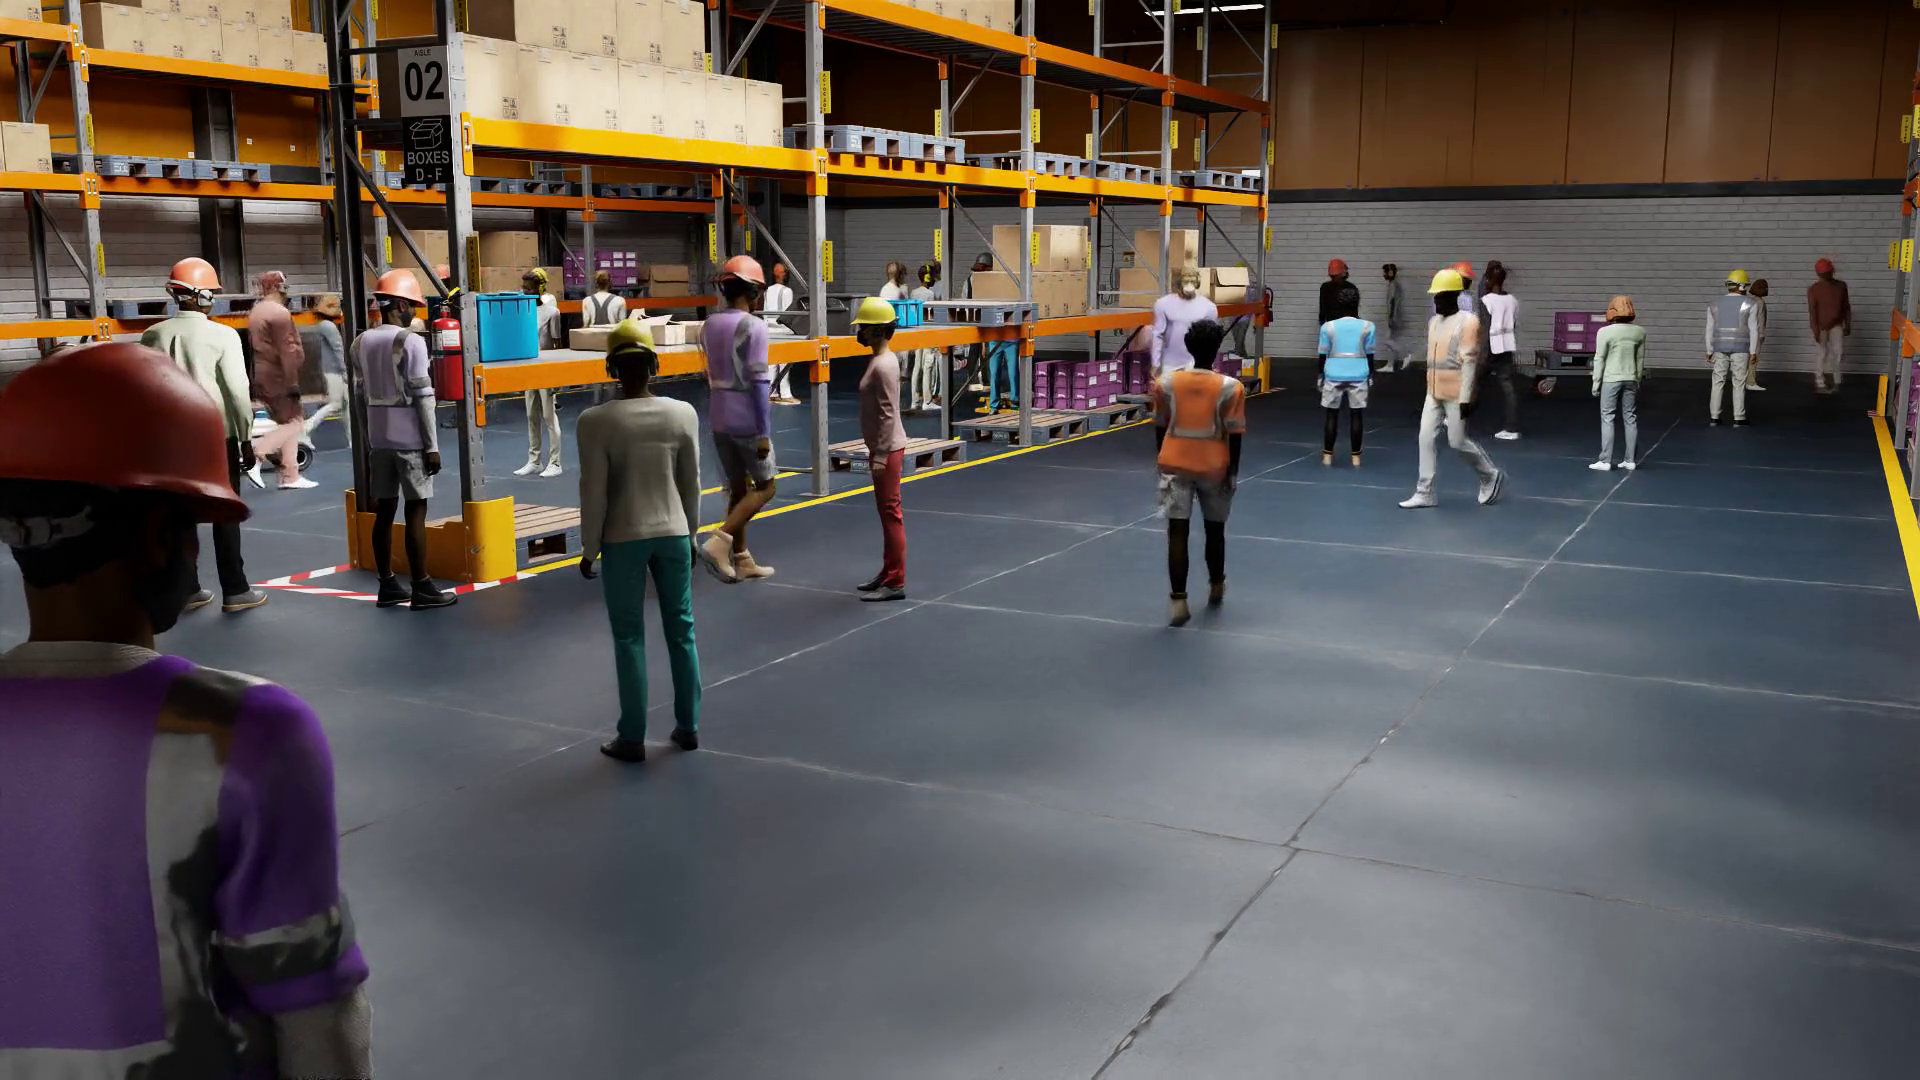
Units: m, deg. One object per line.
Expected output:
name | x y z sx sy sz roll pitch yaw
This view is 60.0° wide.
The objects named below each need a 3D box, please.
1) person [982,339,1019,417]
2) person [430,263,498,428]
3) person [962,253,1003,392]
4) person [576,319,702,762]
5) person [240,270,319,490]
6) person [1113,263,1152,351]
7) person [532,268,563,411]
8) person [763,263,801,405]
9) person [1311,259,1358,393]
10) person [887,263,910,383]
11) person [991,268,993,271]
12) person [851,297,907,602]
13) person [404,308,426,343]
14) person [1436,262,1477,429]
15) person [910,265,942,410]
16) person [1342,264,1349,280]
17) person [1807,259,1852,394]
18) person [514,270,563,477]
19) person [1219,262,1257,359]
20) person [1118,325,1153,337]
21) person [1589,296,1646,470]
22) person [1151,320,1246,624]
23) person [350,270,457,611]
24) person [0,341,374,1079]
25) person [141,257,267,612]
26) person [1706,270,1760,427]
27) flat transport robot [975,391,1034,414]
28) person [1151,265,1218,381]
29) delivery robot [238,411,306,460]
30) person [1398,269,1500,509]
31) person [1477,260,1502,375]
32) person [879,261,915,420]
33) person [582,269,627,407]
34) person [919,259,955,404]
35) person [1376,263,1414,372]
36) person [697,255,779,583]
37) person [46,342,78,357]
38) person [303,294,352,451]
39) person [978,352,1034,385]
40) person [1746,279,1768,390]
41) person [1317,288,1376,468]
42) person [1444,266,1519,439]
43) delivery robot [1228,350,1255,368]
person | 0.540 -2.393 20.329 0.561 1.836 0.379 2 10 10
person | -5.769 -2.255 19.321 0.683 1.906 0.583 -7 12 -37
person | 0.366 -3.185 24.314 0.536 2.000 0.676 -6 12 -33
person | -1.284 0.005 6.663 0.526 1.761 0.337 -7 12 -35
person | -5.840 -1.340 14.107 0.592 1.880 0.677 -7 12 -37
person | 2.639 -3.243 25.120 0.672 1.871 0.876 5 11 26
person | -5.379 -2.559 21.300 0.599 1.827 0.404 2 10 14
person | -2.394 -2.750 22.247 0.337 1.882 0.585 -9 13 -43
person | 5.439 -3.090 24.103 0.667 1.914 1.024 8 12 37
person | -0.983 -3.377 25.875 0.358 1.886 0.574 -6 11 -31
person | 0.754 -3.896 28.814 0.713 1.888 0.968 -5 11 -24
person | -0.469 -0.525 9.707 0.320 1.769 0.523 -1 10 -4
person | -6.011 -1.852 17.864 0.557 1.596 0.828 2 10 10
person | 5.699 -2.231 19.135 0.423 1.918 0.574 -4 11 -21
person | -0.449 -2.608 21.486 0.323 1.865 0.518 -8 12 -37
person | 6.341 -3.687 27.789 0.429 1.846 0.630 2 10 9
person | 12.463 -3.048 23.848 0.699 1.940 0.553 0 10 3
person | -3.817 -1.494 15.047 0.561 1.865 0.343 5 11 29
person | 4.551 -3.599 27.211 0.604 1.868 1.008 7 12 36
person | 2.722 -3.410 26.330 0.857 1.786 0.629 -8 13 -39
person | 6.141 -1.459 15.531 0.497 1.626 0.288 -2 10 -12
person | 1.334 -0.398 9.289 0.537 1.645 0.881 3 10 15
person | -3.166 -0.561 9.454 0.542 1.927 0.374 5 11 26
person | -0.912 0.745 1.895 0.542 1.927 0.382 1 10 4
person | -4.270 -0.584 9.387 0.622 1.993 0.384 1 10 8
person | 8.999 -2.224 19.371 0.404 1.826 0.587 -9 14 -44
flat transport robot | 0.786 -1.748 21.115 0.652 0.197 1.431 5 11 26
person | 2.197 -1.739 16.335 0.637 1.913 0.844 2 10 9
delivery robot | -6.450 -0.945 15.374 0.707 0.478 0.477 -8 12 -38
person | 3.921 -1.189 13.173 0.811 1.898 0.599 -4 11 -22
person | 8.820 -3.699 27.703 0.400 1.900 0.643 2 10 14
person | -0.790 -2.427 20.255 0.414 1.938 0.632 -2 10 -14
person | -4.138 -2.258 19.554 0.521 1.830 0.412 0 10 3
person | -0.336 -2.802 22.411 0.371 1.935 0.627 -9 13 -41
person | 7.386 -3.761 28.219 0.551 1.845 0.563 3 10 18
person | -1.357 -0.709 10.079 0.546 2.014 0.610 -10 14 -44
person | -3.778 -0.028 7.186 0.516 1.645 0.308 -1 10 -4
person | -6.450 -1.714 17.051 0.709 1.604 0.505 -4 11 -24
person | 0.672 -3.222 25.254 0.903 1.804 0.669 -5 11 -25
person | 11.777 -3.031 24.600 0.281 1.634 0.498 1 10 5
person | 3.631 -1.518 15.668 0.539 1.697 0.318 2 10 12
person | 5.819 -2.064 18.298 0.620 1.868 0.999 -6 11 -30
delivery robot | 4.104 -2.634 25.151 0.707 0.478 0.477 -2 10 -14
